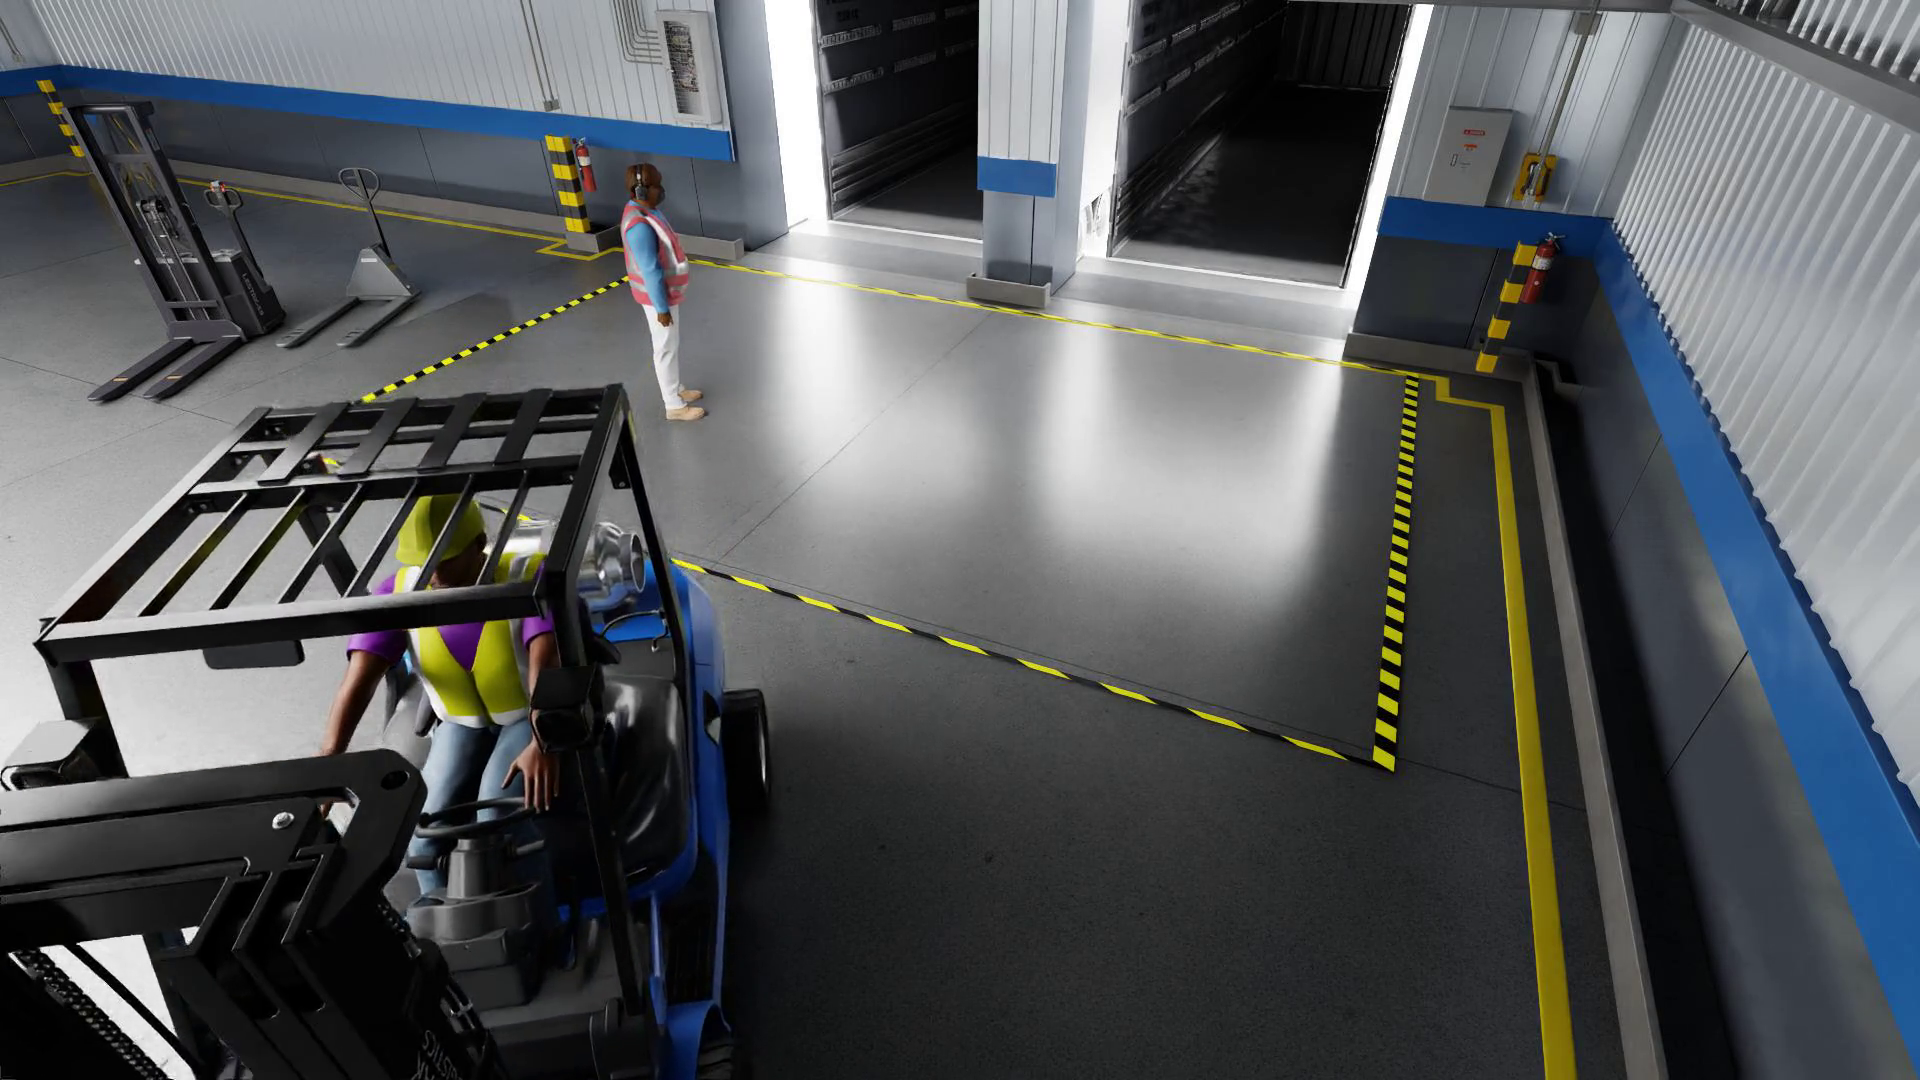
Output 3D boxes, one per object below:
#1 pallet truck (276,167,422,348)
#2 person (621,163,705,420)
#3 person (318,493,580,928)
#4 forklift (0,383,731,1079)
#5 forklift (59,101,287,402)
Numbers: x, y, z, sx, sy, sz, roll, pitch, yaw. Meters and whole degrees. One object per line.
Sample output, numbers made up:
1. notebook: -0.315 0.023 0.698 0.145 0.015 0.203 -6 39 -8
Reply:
1. pallet truck: -5.732 -2.611 8.414 0.680 1.201 1.601 -1 35 -1
2. person: -2.172 -1.792 6.717 0.429 1.842 0.630 -8 36 -12
3. person: -1.382 0.593 2.534 0.635 1.294 1.002 -5 35 -7
4. forklift: -1.384 0.712 2.692 1.157 2.036 2.680 -5 35 -7
5. forklift: -6.686 -2.387 7.434 0.823 1.965 1.885 -3 35 -5
